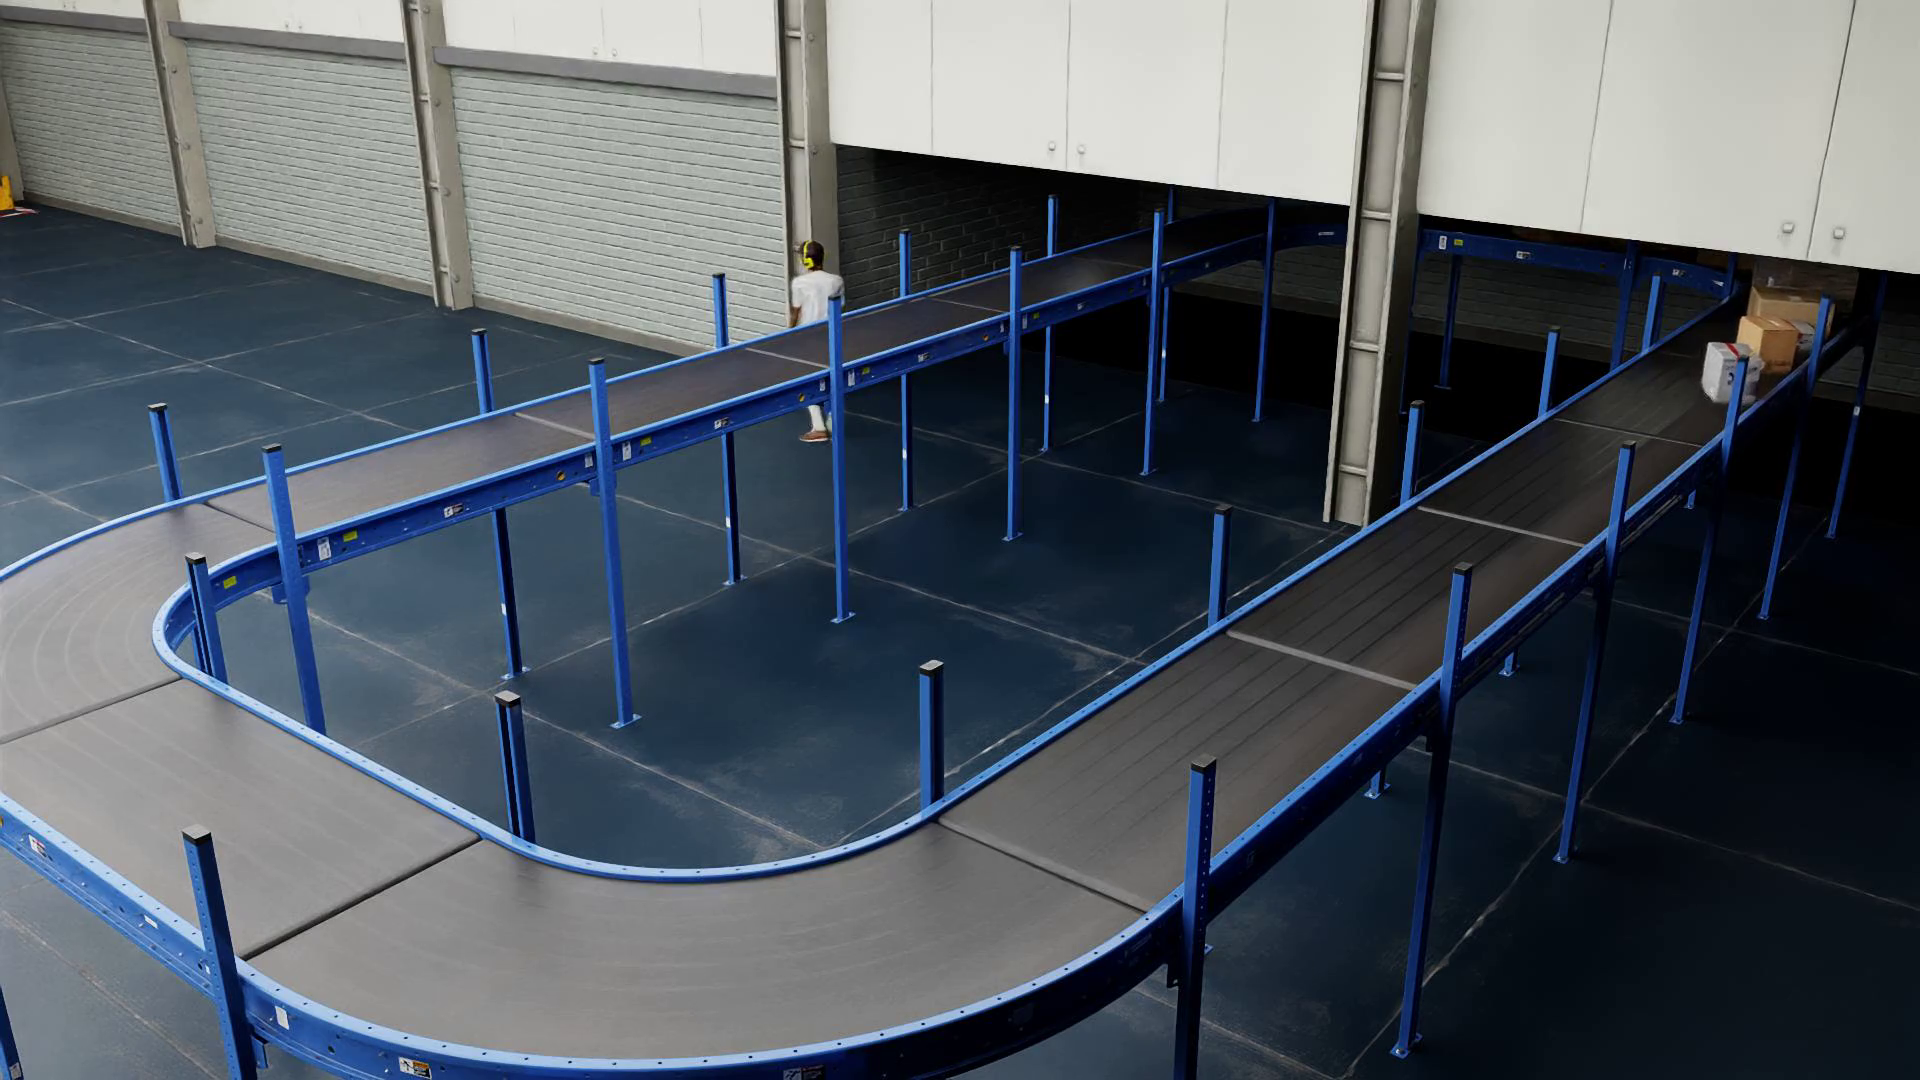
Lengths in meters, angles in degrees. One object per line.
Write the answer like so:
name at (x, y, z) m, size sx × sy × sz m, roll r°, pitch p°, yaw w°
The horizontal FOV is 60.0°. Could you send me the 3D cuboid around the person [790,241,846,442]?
person at (-1.286, -1.809, 15.263) m, size 0.622 × 1.853 × 0.432 m, roll -11°, pitch 24°, yaw -26°
